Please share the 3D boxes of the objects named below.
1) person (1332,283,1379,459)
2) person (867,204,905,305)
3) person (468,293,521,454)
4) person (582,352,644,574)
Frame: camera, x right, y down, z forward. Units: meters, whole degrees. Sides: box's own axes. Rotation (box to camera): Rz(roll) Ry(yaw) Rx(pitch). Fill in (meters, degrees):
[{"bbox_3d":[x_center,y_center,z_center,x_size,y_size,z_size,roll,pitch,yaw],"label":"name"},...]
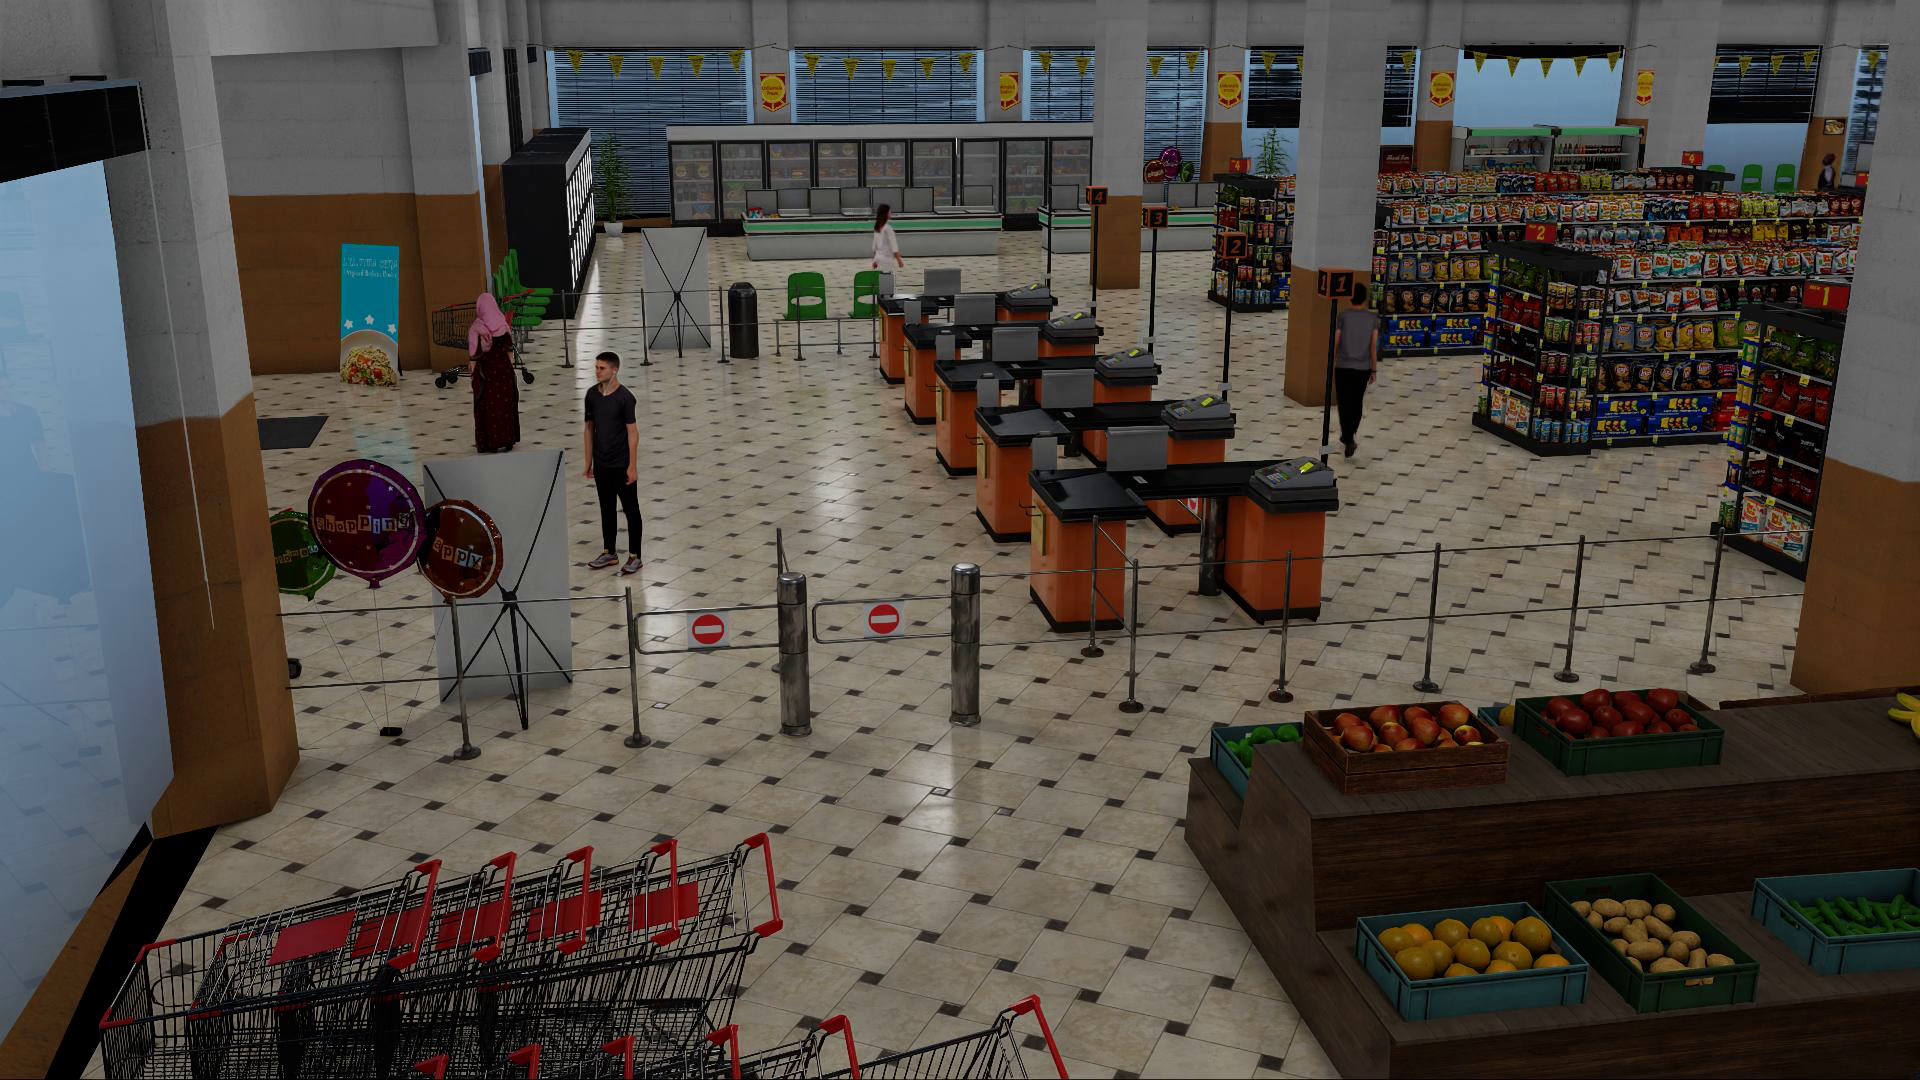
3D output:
[{"bbox_3d":[3.978,-1.698,16.771,1.080,1.736,0.778,-1,17,-3],"label":"person"},{"bbox_3d":[-1.205,-4.208,25.197,1.146,1.644,0.850,-9,19,-29],"label":"person"},{"bbox_3d":[-4.775,-1.713,16.990,0.701,1.638,0.816,-12,21,-35],"label":"person"},{"bbox_3d":[-2.732,-0.618,13.170,0.673,1.763,0.778,8,19,24],"label":"person"}]
